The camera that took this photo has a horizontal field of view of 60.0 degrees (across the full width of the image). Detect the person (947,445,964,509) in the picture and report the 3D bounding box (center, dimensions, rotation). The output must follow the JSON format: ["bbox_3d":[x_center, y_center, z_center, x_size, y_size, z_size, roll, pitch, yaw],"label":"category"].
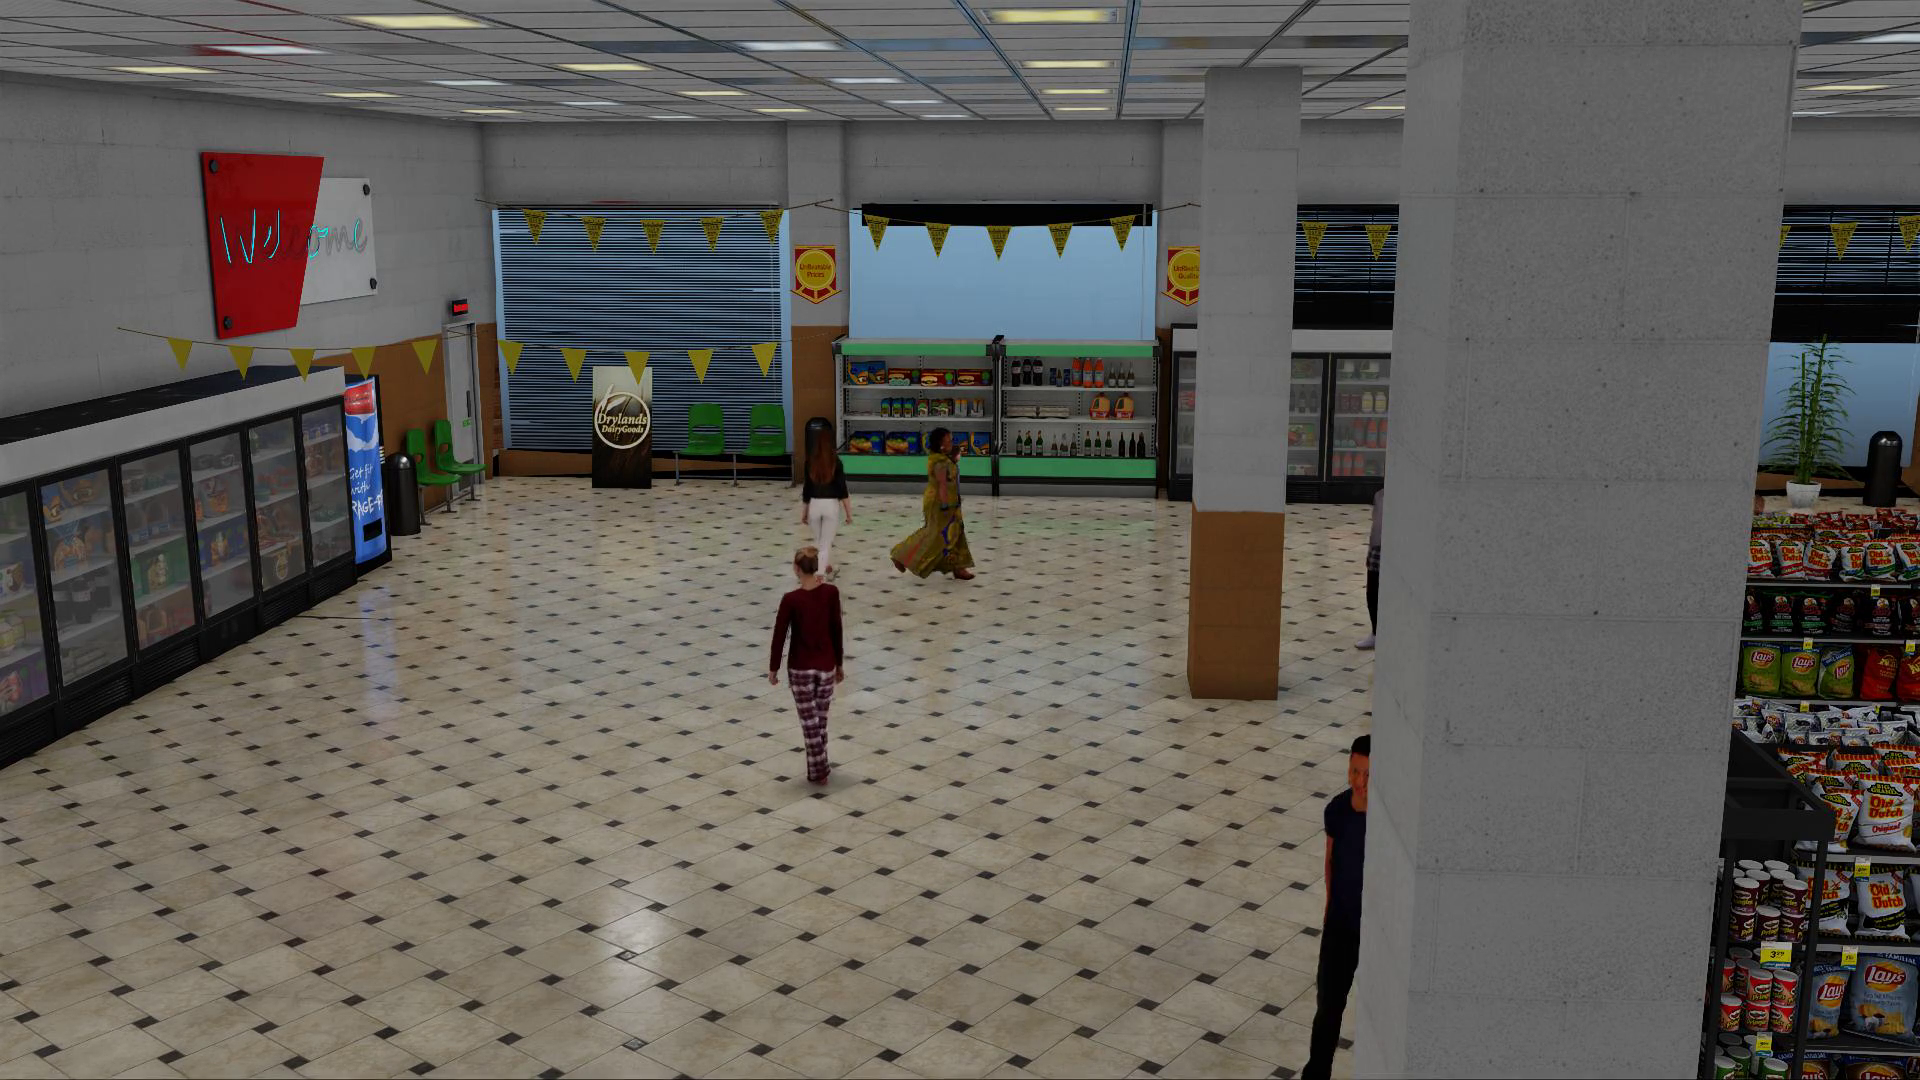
[{"bbox_3d":[-0.140,-0.605,19.987,0.569,1.101,0.511,-1,12,-3],"label":"person"}]

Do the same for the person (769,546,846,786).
[{"bbox_3d":[-0.995,0.923,11.501,0.830,1.606,0.895,-7,14,-28],"label":"person"}]

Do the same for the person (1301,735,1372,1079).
[{"bbox_3d":[1.880,1.708,7.469,1.188,1.732,1.135,10,15,38],"label":"person"}]

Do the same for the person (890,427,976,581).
[{"bbox_3d":[-0.288,-0.349,17.481,1.128,1.631,0.744,0,12,1],"label":"person"}]

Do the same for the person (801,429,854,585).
[{"bbox_3d":[-1.411,-0.256,16.958,1.093,1.664,0.859,4,13,18],"label":"person"}]
